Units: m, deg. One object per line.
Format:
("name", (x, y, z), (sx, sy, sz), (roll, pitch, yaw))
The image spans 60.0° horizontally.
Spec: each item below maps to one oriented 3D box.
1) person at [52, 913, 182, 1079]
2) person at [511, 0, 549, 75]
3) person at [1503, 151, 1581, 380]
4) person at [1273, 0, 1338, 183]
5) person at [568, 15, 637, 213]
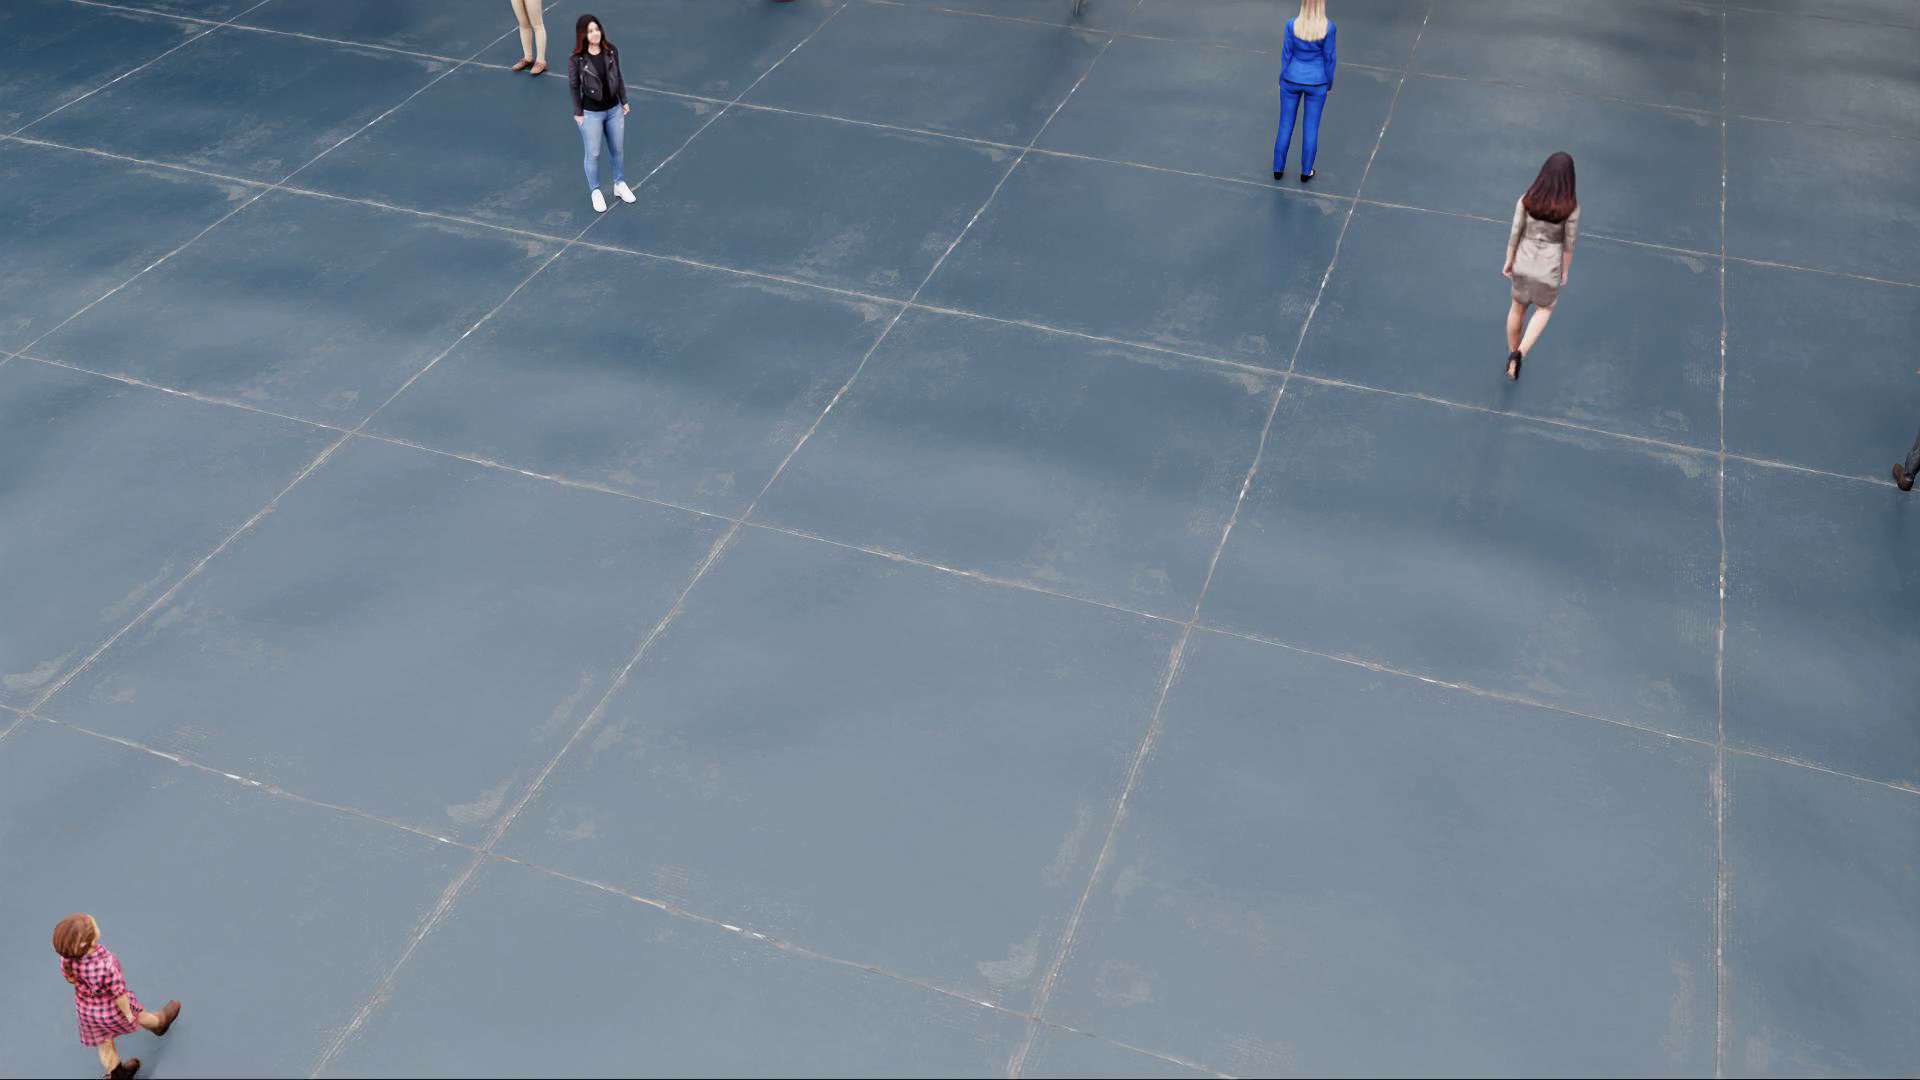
("person", (-3.755, 2.038, 7.239), (0.515, 1.003, 0.719), (4, 38, 5))
("person", (-4.251, -5.428, 16.256), (0.628, 1.653, 0.567), (13, 40, 16))
("person", (4.010, -1.848, 11.613), (0.685, 1.735, 0.839), (20, 42, 24))
("person", (2.952, -3.898, 14.260), (0.611, 1.701, 0.546), (12, 39, 14))
("person", (-3.013, -3.586, 13.918), (0.684, 1.632, 0.786), (-24, 44, -28))
